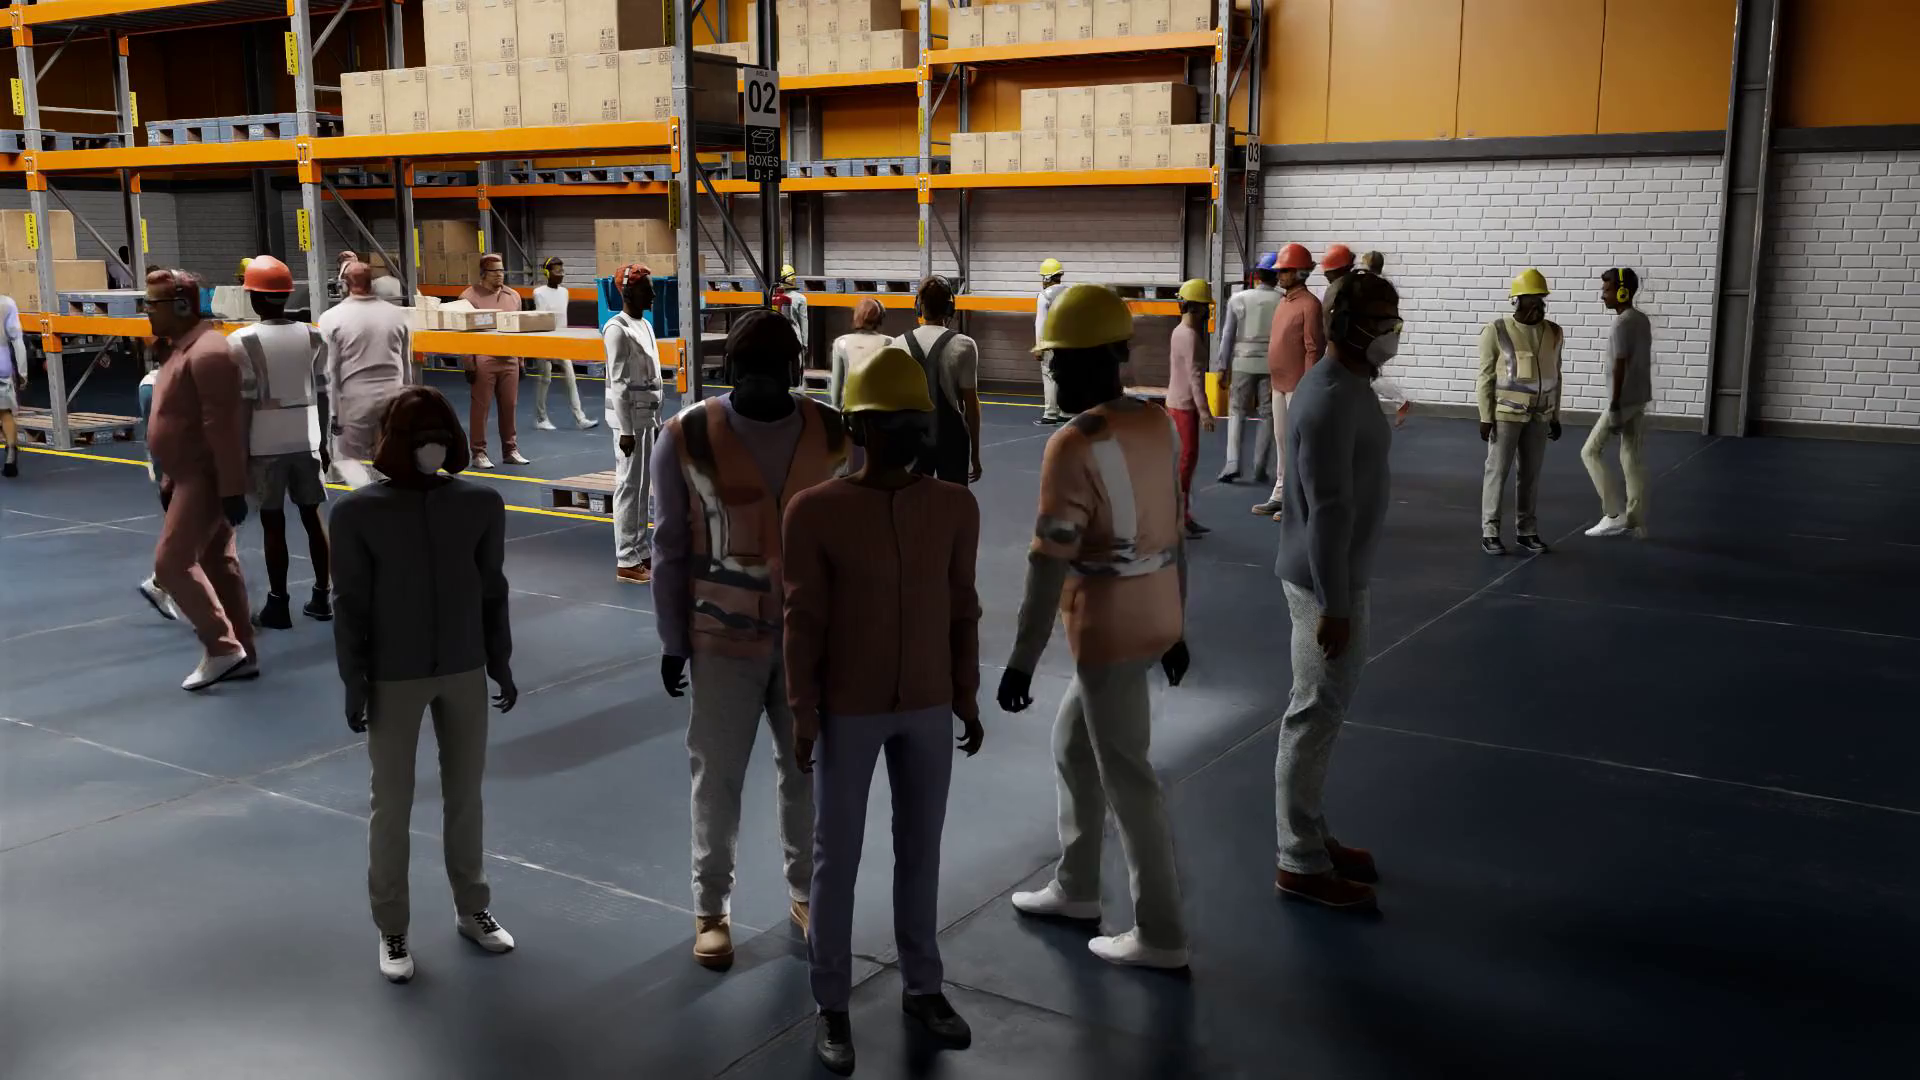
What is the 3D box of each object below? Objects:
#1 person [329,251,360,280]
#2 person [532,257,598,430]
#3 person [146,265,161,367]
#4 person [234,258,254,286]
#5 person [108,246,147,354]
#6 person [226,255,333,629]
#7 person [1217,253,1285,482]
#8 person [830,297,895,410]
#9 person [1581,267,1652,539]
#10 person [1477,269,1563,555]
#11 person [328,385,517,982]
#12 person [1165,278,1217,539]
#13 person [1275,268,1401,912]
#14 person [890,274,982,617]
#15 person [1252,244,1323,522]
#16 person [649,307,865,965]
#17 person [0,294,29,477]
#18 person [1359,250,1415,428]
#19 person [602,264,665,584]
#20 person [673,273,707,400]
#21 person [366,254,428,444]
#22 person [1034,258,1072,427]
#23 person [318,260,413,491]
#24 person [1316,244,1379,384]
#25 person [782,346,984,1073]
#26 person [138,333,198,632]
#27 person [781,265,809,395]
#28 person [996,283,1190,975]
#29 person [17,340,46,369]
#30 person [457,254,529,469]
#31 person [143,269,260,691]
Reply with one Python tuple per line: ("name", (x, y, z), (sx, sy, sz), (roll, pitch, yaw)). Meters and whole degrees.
("person", (-6.304, -2.037, 17.288), (0.646, 1.907, 0.401), (-8, 13, -37))
("person", (-4.258, -2.065, 17.654), (0.667, 1.854, 0.546), (7, 13, 36))
("person", (-12.760, -3.559, 26.509), (0.422, 1.611, 0.523), (1, 10, 4))
("person", (-7.471, -2.072, 17.696), (0.404, 1.827, 0.600), (-10, 14, -43))
("person", (-14.772, -4.257, 29.569), (0.587, 1.915, 0.397), (-4, 11, -23))
("person", (-3.551, -0.505, 8.701), (0.347, 1.943, 0.545), (9, 13, 40))
("person", (2.497, -1.420, 13.894), (0.658, 1.903, 0.698), (2, 10, 13))
("person", (-0.624, -0.881, 11.652), (0.529, 1.619, 0.500), (3, 11, 14))
("person", (4.474, -0.915, 11.265), (0.577, 1.844, 0.481), (-9, 13, -40))
("person", (3.627, -0.821, 10.745), (0.592, 1.837, 0.404), (-2, 11, -13))
("person", (-1.476, 0.384, 4.625), (0.497, 1.635, 0.286), (-8, 13, -38))
("person", (1.561, -0.885, 11.305), (0.337, 1.766, 0.539), (0, 10, 2))
("person", (1.146, 0.146, 5.111), (0.349, 1.935, 0.635), (3, 11, 14))
("person", (-0.124, -0.474, 8.811), (0.504, 1.843, 0.345), (4, 11, 19))
("person", (2.395, -1.132, 12.027), (0.376, 1.996, 0.608), (-3, 11, -15))
("person", (-0.544, 0.272, 4.684), (0.631, 1.840, 0.428), (-4, 11, -20))
("person", (-8.129, -1.428, 13.892), (0.582, 1.915, 0.514), (-8, 13, -37))
("person", (4.437, -2.094, 17.562), (0.674, 1.922, 0.633), (4, 11, 19))
("person", (-1.916, -0.688, 9.880), (0.355, 1.883, 0.575), (1, 10, 5))
("person", (-3.418, -2.561, 20.809), (0.602, 1.678, 0.539), (8, 13, 37))
("person", (-5.663, -1.888, 16.524), (0.693, 1.895, 0.483), (2, 10, 9))
("person", (1.020, -2.149, 18.158), (0.405, 1.823, 0.591), (9, 13, 40))
("person", (-3.897, -0.891, 10.999), (0.504, 1.894, 0.659), (10, 14, 44))
("person", (3.327, -1.513, 14.176), (0.674, 1.997, 0.543), (-5, 11, -24))
("person", (-0.180, 0.411, 4.108), (0.525, 1.772, 0.304), (-5, 11, -26))
("person", (-4.020, -0.321, 8.568), (0.552, 1.631, 0.523), (1, 10, 5))
("person", (-1.938, -2.210, 18.701), (0.483, 1.745, 0.299), (0, 10, 1))
("person", (0.338, 0.248, 4.640), (0.775, 1.895, 0.600), (6, 12, 28))
("person", (-14.649, -3.705, 26.160), (0.683, 2.000, 0.538), (3, 11, 14))
("person", (-4.145, -1.586, 14.836), (0.396, 1.899, 0.636), (9, 14, 40))
("person", (-3.444, -0.257, 7.463), (0.513, 1.887, 0.681), (-7, 12, -33))
